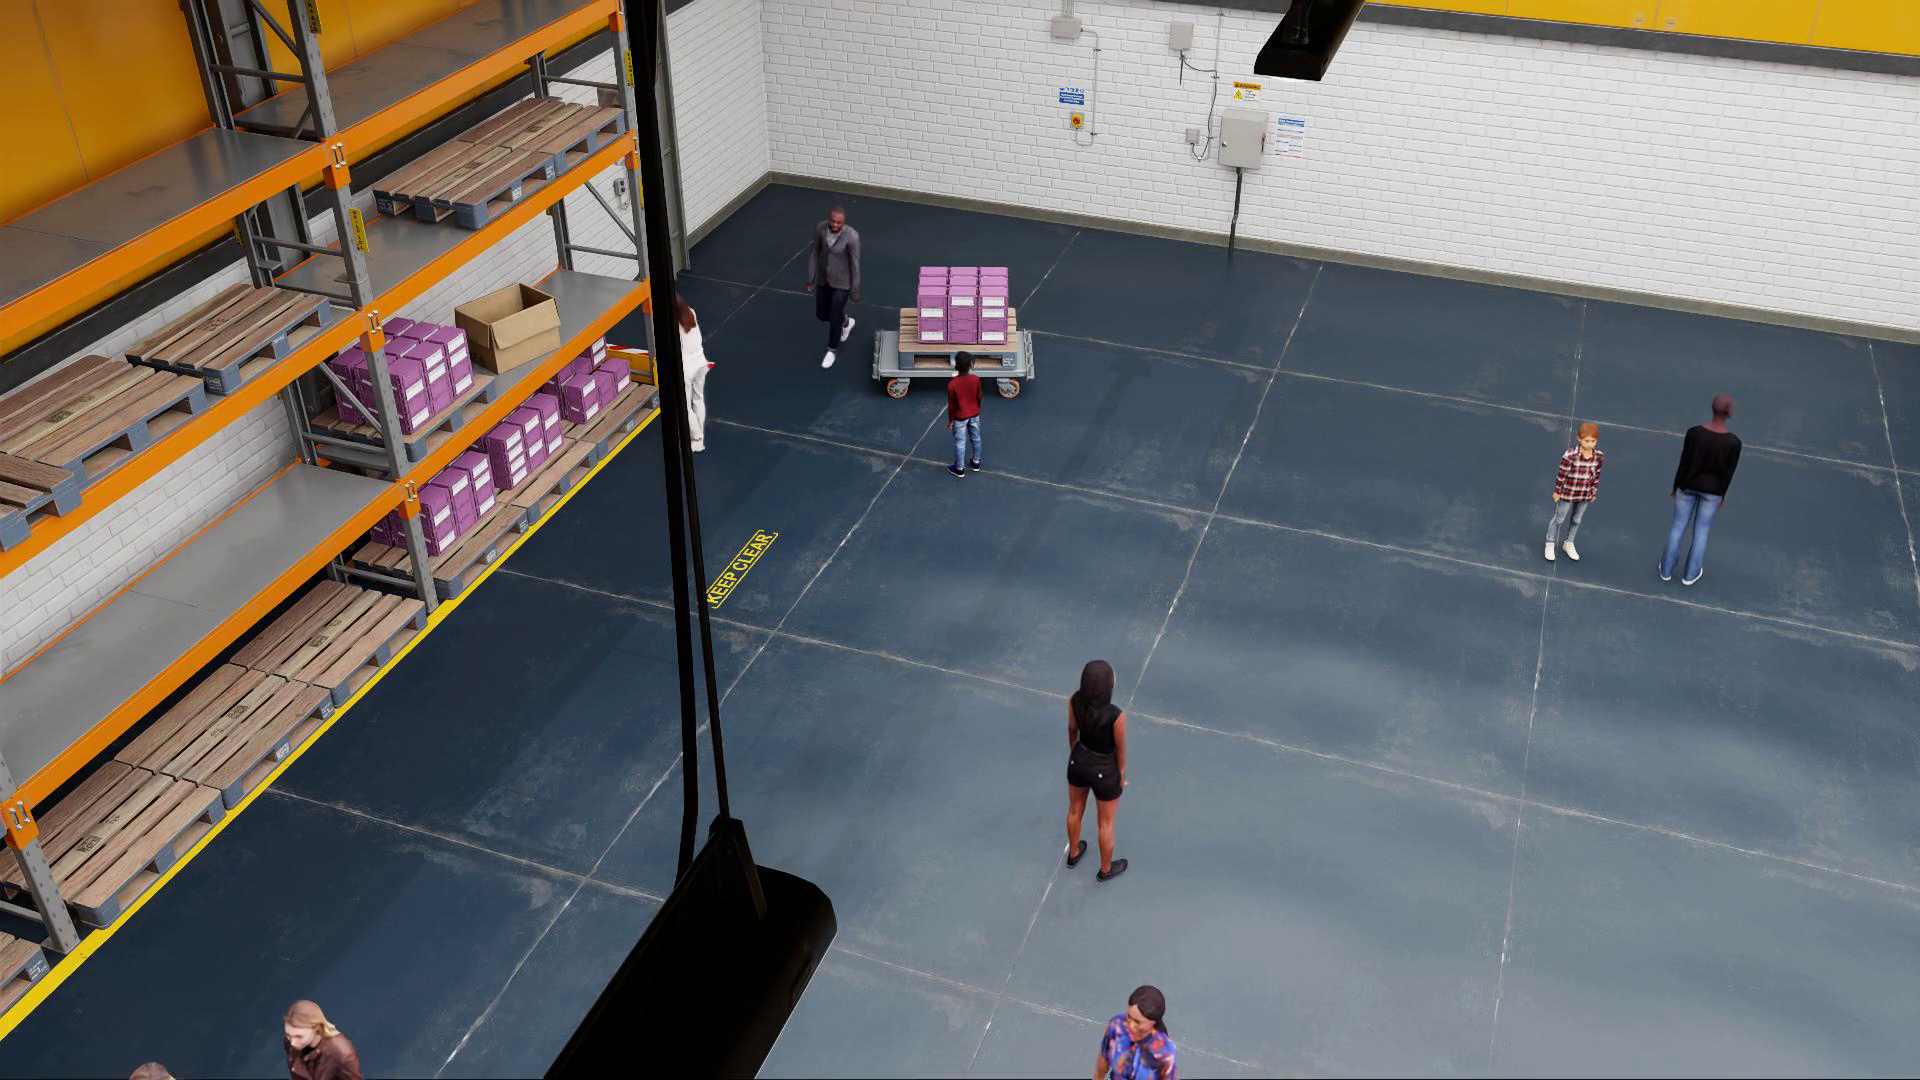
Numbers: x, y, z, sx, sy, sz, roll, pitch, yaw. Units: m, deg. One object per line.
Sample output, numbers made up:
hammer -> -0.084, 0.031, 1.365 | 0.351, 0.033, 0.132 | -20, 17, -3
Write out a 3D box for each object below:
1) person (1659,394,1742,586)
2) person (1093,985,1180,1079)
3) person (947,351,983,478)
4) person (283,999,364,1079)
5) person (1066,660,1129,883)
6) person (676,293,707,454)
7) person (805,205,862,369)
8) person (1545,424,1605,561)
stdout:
person -> 6.193, -0.419, 13.916 | 0.629, 1.746, 0.589 | 18, 38, 25
person -> 0.978, 2.967, 8.864 | 0.895, 1.700, 1.260 | 25, 41, 33
person -> 0.052, -1.178, 15.503 | 0.580, 1.254, 0.645 | -16, 37, -22
person -> -3.248, 2.989, 8.848 | 0.642, 1.681, 1.046 | 10, 35, 14
person -> 0.892, 1.520, 11.002 | 0.665, 1.742, 0.629 | 23, 40, 30
person -> -2.578, -1.661, 15.861 | 0.772, 1.662, 0.532 | 26, 42, 34
person -> -1.257, -2.695, 17.309 | 0.868, 1.782, 0.982 | 21, 39, 28
person -> 5.305, -0.430, 14.331 | 0.602, 1.305, 0.611 | -1, 34, -2
